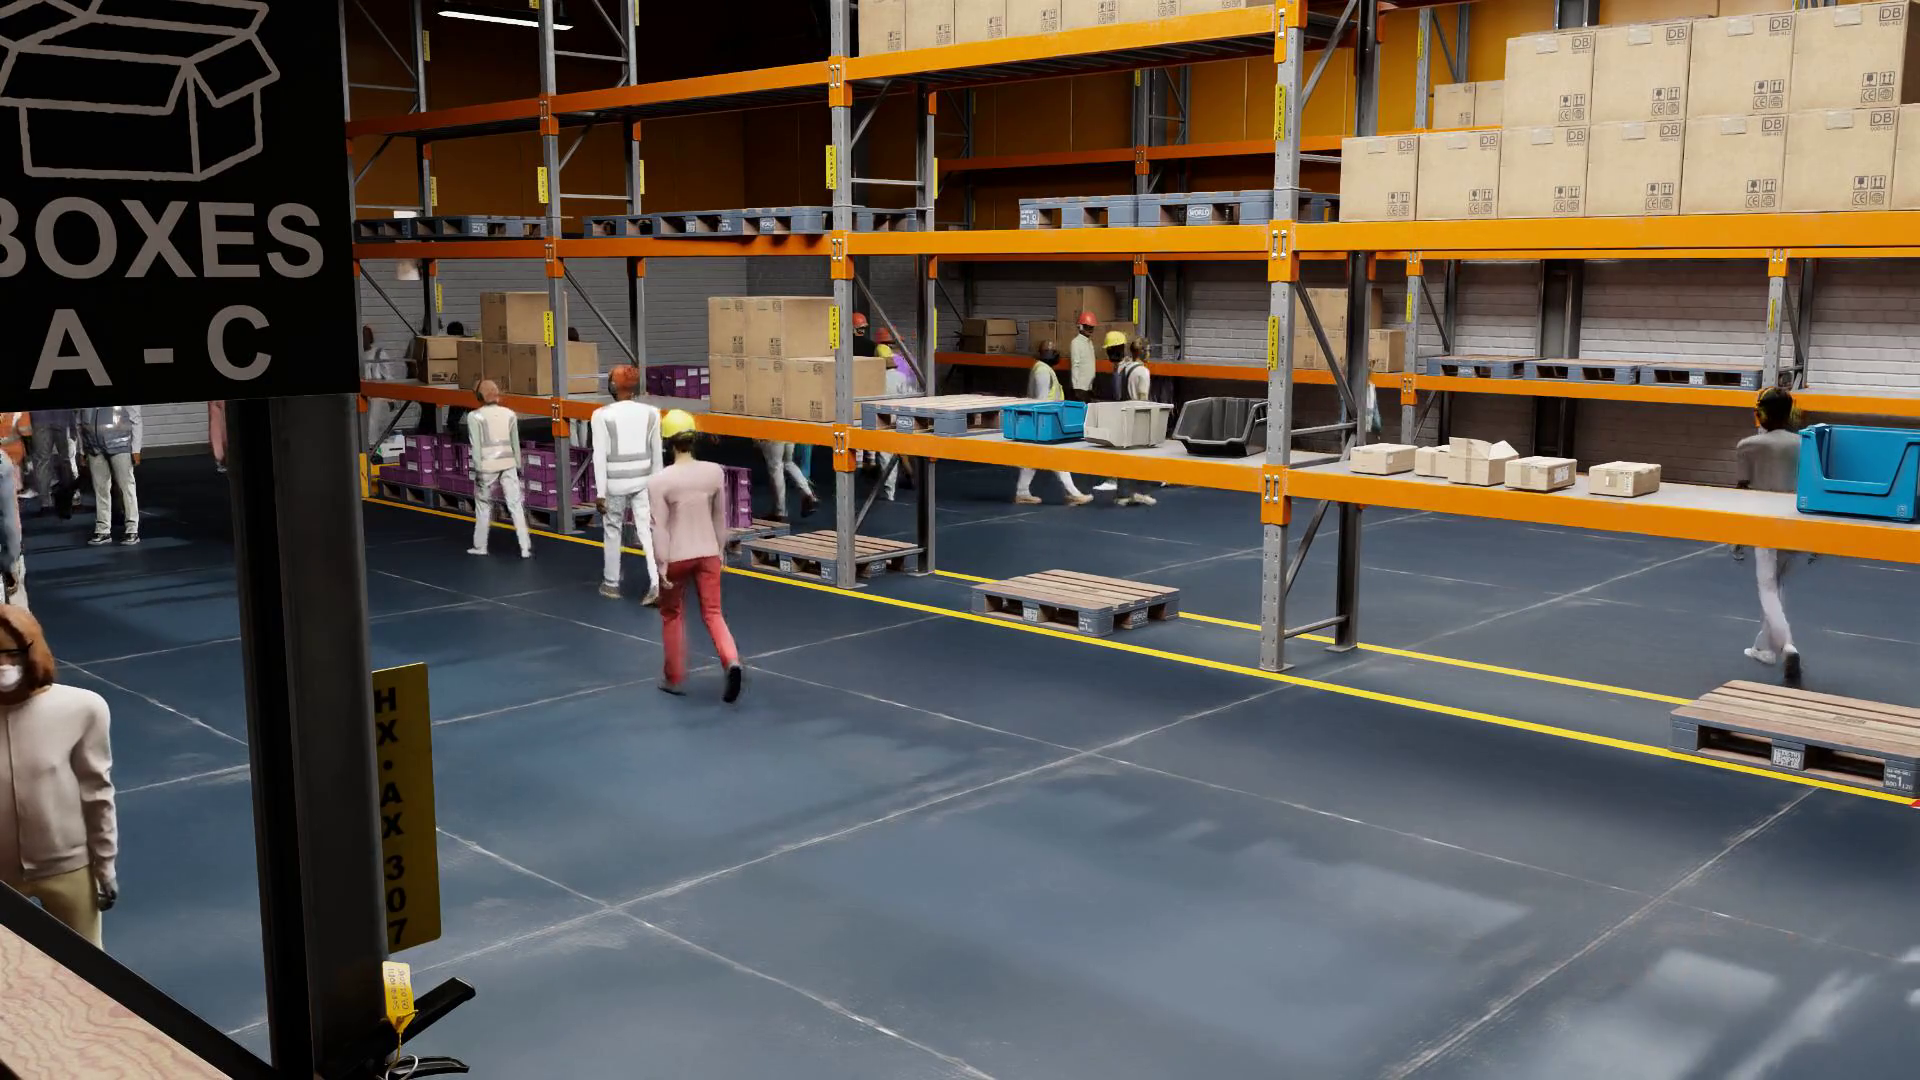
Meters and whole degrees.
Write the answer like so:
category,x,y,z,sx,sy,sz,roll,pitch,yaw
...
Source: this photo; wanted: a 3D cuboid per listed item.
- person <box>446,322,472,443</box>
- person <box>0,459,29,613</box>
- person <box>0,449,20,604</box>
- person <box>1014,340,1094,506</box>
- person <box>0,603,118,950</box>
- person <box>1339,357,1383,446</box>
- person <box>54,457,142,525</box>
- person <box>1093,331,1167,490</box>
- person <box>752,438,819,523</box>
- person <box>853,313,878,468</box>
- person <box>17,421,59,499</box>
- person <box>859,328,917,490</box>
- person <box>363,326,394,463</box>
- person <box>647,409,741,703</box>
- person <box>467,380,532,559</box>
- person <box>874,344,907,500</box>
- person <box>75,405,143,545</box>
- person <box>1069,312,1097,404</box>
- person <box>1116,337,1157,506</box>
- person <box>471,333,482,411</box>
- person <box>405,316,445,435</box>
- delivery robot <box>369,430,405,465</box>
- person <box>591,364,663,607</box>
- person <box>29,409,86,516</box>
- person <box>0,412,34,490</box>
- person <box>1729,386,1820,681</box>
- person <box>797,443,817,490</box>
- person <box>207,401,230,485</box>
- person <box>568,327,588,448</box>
category,x,y,z,sx,sy,sz,roll,pitch,yaw
person,-6.440,-1.867,21.481,0.851,1.873,0.620,3,10,19
person,-6.220,0.016,10.661,0.574,1.622,0.404,1,9,7
person,-5.340,0.170,8.851,0.389,1.927,0.656,8,12,39
person,0.996,-1.267,18.035,0.868,1.794,0.636,0,9,0
person,-2.699,0.975,4.810,0.493,1.626,0.286,-5,10,-27
person,4.439,-1.188,18.097,0.796,1.599,0.550,8,12,40
person,-8.612,-1.084,16.522,0.734,1.917,0.564,0,9,2
person,2.045,-1.496,19.275,0.928,1.867,0.600,-1,9,-6
person,-1.770,-1.106,16.664,0.547,1.919,0.648,7,11,36
person,-1.300,-1.932,21.487,0.372,1.997,0.611,7,12,38
person,-10.513,-1.430,18.834,0.645,1.867,0.952,2,9,9
person,-0.841,-1.535,19.460,1.005,1.874,0.564,8,12,40
person,-7.639,-1.848,21.544,0.603,1.849,0.953,3,10,18
person,-1.569,0.102,9.805,0.523,1.743,0.718,-6,11,-33
person,-4.075,-0.621,14.731,0.731,1.585,0.533,9,13,43
person,-0.860,-1.314,18.523,0.500,1.722,0.602,-5,10,-28
person,-7.879,-0.853,15.388,0.600,1.826,0.404,0,9,2
person,1.655,-2.058,22.281,0.392,1.991,0.612,4,10,24
person,1.936,-1.259,17.896,0.581,1.821,0.559,-4,10,-23
person,-5.936,-1.684,20.675,0.314,1.769,0.524,-2,10,-14
person,-7.095,-2.115,22.481,1.030,2.000,0.749,4,10,26
delivery robot,-6.966,-1.119,20.631,0.477,0.478,0.707,9,13,43
person,-2.515,-0.418,12.685,0.582,1.842,0.976,-6,11,-33
person,-9.439,-1.219,17.296,0.636,1.938,0.358,-4,10,-21
person,-8.596,-0.697,14.914,0.548,1.656,0.837,-6,11,-33
person,5.189,-0.047,10.510,0.537,1.826,0.882,0,9,1
person,-1.775,-1.476,19.247,0.657,1.813,0.653,-7,11,-36
person,-6.456,-0.832,15.094,0.651,1.885,0.791,-4,10,-21
person,-5.056,-1.847,21.577,0.617,1.805,0.811,-6,11,-31
